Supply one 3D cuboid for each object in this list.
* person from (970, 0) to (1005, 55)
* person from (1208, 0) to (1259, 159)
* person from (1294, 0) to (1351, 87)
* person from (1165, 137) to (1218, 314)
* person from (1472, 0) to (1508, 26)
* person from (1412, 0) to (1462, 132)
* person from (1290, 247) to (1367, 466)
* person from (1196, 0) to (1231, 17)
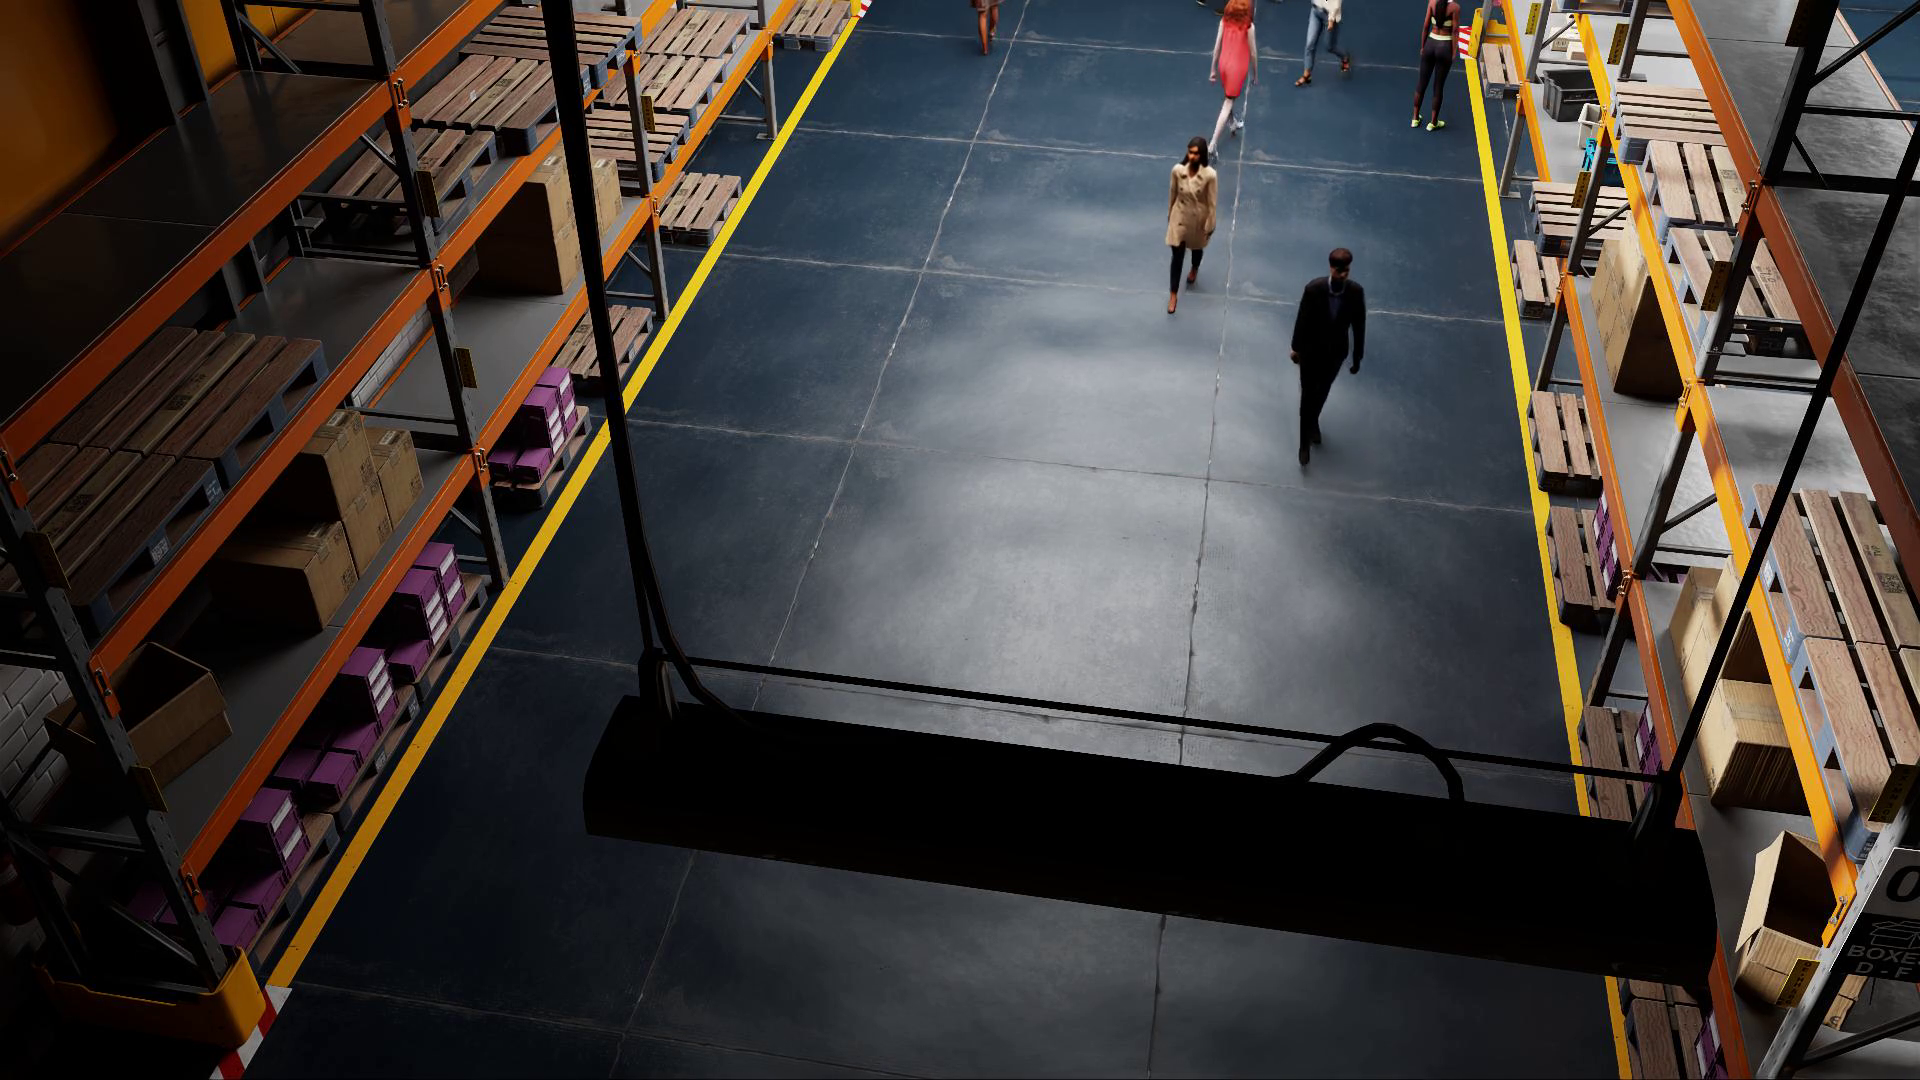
[{"bbox_3d":[0.321,-6.774,20.388,0.781,1.617,1.047,-3,39,-4],"label":"person"},{"bbox_3d":[2.909,-4.993,18.038,0.980,1.768,1.247,25,45,28],"label":"person"},{"bbox_3d":[4.382,-6.183,19.617,1.062,1.657,1.006,-22,44,-25],"label":"person"},{"bbox_3d":[2.205,-3.023,15.678,0.802,1.634,1.121,14,41,17],"label":"person"},{"bbox_3d":[6.882,-7.026,21.189,0.569,1.012,0.678,13,41,16],"label":"person"},{"bbox_3d":[5.349,-5.465,18.639,0.637,1.753,0.643,24,45,27],"label":"person"},{"bbox_3d":[2.997,-1.624,13.738,0.807,1.868,0.987,1,39,1],"label":"person"},{"bbox_3d":[3.422,-7.574,21.261,1.003,1.777,1.045,27,46,29],"label":"person"}]
